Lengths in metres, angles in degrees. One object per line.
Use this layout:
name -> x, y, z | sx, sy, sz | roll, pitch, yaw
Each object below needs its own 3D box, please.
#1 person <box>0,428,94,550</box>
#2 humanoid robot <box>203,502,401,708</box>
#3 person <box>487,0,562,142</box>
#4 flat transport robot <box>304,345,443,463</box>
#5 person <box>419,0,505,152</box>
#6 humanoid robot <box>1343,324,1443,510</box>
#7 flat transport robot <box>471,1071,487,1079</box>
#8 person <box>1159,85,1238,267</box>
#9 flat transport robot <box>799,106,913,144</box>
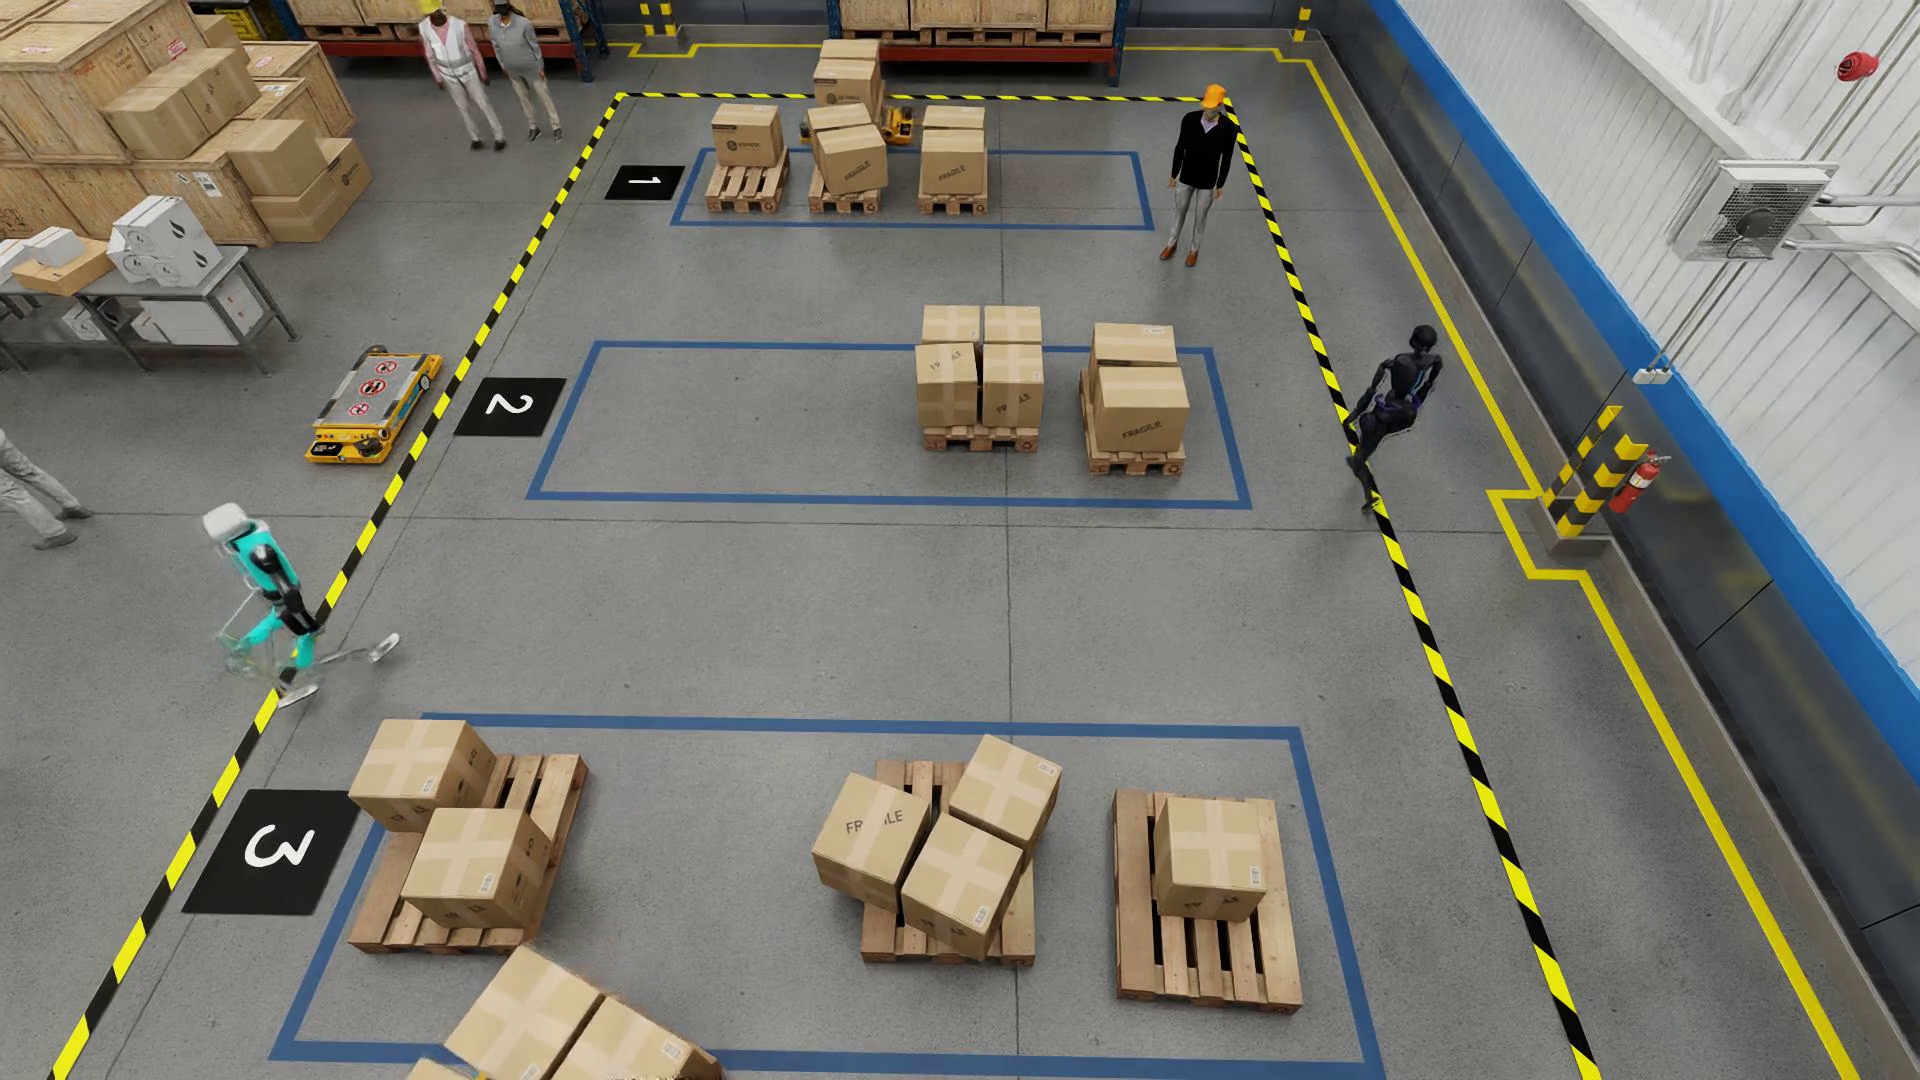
person -> -7.427, -0.691, 6.860 | 0.420, 1.940, 0.612 | -6, 50, -5
humanoid robot -> -4.516, 0.530, 5.978 | 0.542, 1.743, 1.048 | 34, 58, 26
person -> -5.395, -5.850, 11.333 | 0.563, 1.769, 0.396 | 1, 50, 0
flat transport robot -> -5.383, -1.269, 8.441 | 0.659, 0.231, 1.431 | 1, 50, 1
person -> -6.081, -5.671, 11.144 | 0.596, 1.830, 0.404 | -6, 50, -5
humanoid robot -> 3.449, -0.981, 7.284 | 0.589, 1.632, 0.632 | -8, 50, -6
flat transport robot -> -1.974, 3.100, 4.726 | 1.431, 0.197, 0.652 | 20, 53, 16
person -> 2.454, -3.738, 9.472 | 0.589, 1.883, 0.365 | 22, 53, 18
flat transport robot -> -1.344, -5.417, 11.933 | 1.431, 0.197, 0.652 | 1, 50, 1
